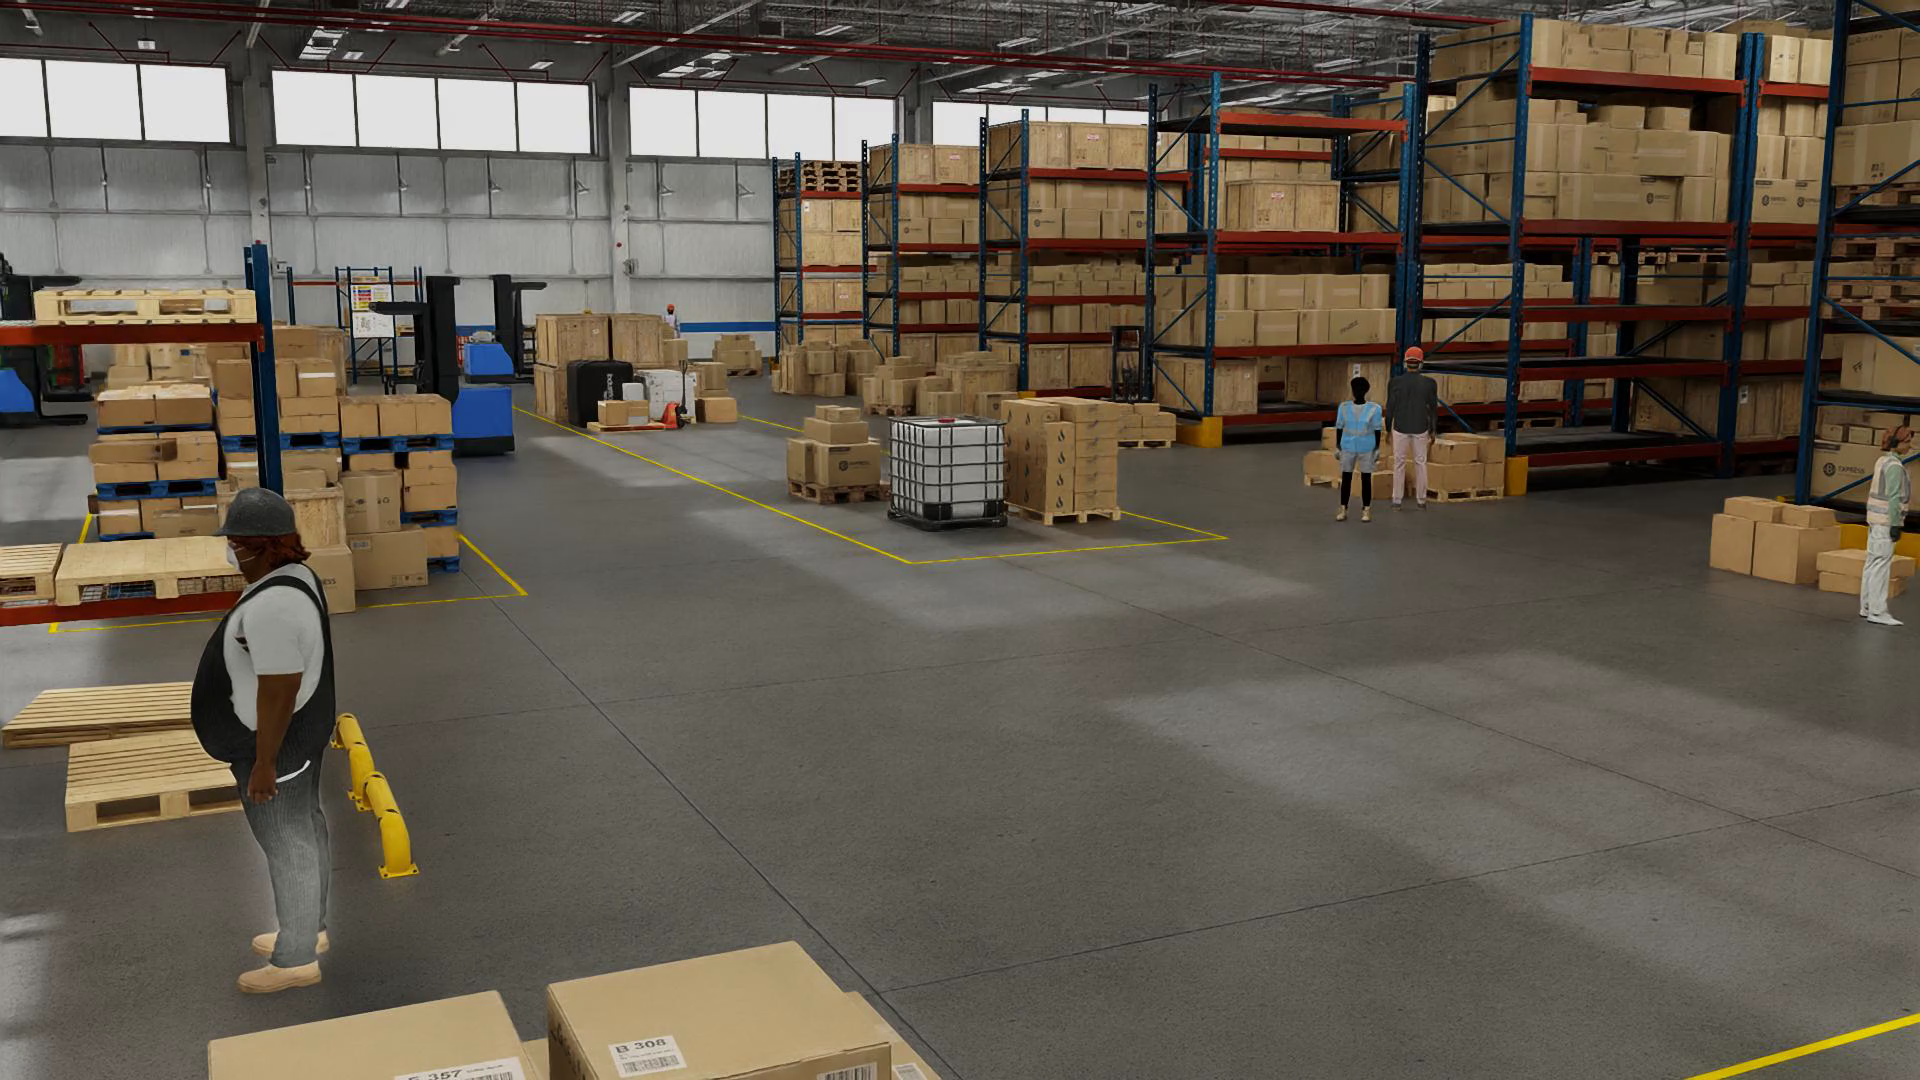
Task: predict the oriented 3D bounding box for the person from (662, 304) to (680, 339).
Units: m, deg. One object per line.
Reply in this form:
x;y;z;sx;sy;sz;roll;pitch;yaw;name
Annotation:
-8.632;-6.076;49.702;0.552;1.935;0.367;-1;9;-6;person

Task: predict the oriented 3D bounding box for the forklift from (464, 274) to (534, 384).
-11.611;-5.349;42.276;1.873;2.768;1.129;-4;10;-25;forklift

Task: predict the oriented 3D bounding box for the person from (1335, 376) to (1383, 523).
4.598;-1.045;19.226;0.540;1.697;0.317;4;10;23;person

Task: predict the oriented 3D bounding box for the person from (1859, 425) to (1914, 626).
7.641;-0.126;13.714;0.314;1.637;0.514;3;10;18;person

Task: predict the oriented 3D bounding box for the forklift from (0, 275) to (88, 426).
-17.437;-3.527;30.970;1.873;2.768;1.129;-4;10;-25;forklift

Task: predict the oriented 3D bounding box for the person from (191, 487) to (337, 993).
-2.820;0.795;6.752;0.537;2.000;0.680;-2;9;-13;person

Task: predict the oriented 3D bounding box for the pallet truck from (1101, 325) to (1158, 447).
2.881;-2.596;27.923;0.823;1.965;1.885;-1;9;-7;pallet truck

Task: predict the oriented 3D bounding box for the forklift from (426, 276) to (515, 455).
-8.069;-2.737;26.069;1.873;2.768;1.129;-4;10;-25;forklift

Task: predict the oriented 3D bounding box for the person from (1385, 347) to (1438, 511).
5.454;-1.339;20.131;0.622;1.992;0.395;1;9;8;person
